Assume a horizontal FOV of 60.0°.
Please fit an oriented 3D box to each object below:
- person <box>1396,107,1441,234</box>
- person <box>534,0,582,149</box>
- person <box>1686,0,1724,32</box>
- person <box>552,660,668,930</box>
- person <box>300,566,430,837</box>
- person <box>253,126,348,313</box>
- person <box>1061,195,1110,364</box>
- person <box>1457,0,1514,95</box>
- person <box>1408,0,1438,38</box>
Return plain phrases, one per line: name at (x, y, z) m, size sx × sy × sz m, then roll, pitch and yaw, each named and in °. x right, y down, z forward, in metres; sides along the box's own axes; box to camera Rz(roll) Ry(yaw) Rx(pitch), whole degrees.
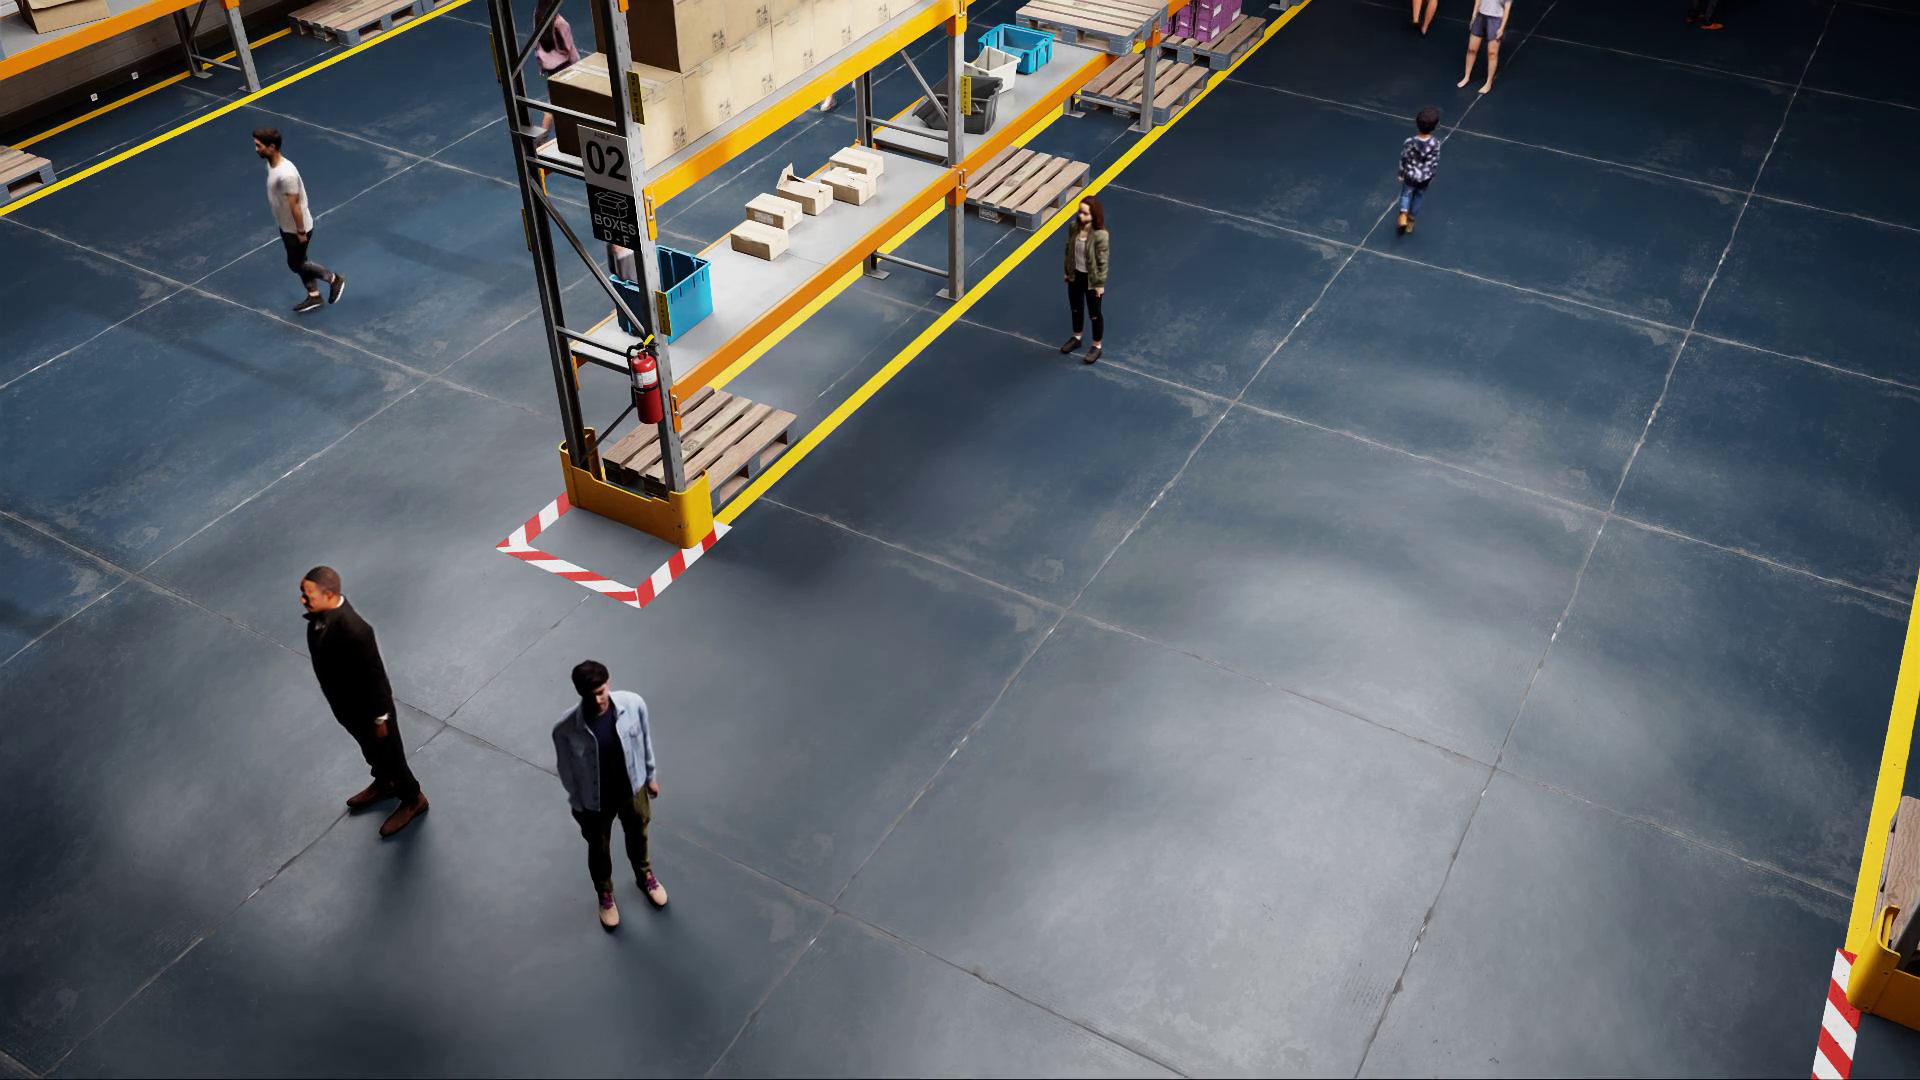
person at (4.259, -3.412, 15.471) m, size 0.577 × 1.243 × 0.668 m, roll 9°, pitch 39°, yaw 11°
person at (-4.075, -4.619, 16.574) m, size 0.803 × 1.752 × 1.161 m, roll 30°, pitch 47°, yaw 32°
person at (8.866, -6.856, 19.339) m, size 0.781 × 1.797 × 0.764 m, roll -16°, pitch 41°, yaw -19°
person at (-1.901, 1.354, 9.047) m, size 0.695 × 1.812 × 0.819 m, roll -19°, pitch 42°, yaw -22°
person at (-3.443, 0.895, 9.549) m, size 0.716 × 1.904 × 0.754 m, roll -30°, pitch 48°, yaw -32°
person at (-5.646, -2.751, 14.269) m, size 0.856 × 1.710 × 0.789 m, roll -24°, pitch 44°, yaw -27°
person at (1.047, -2.174, 13.735) m, size 0.608 × 1.474 × 0.544 m, roll 28°, pitch 46°, yaw 30°
person at (5.761, -5.645, 18.012) m, size 0.609 × 1.561 × 0.626 m, roll -30°, pitch 47°, yaw -32°
person at (5.459, -6.588, 19.108) m, size 0.678 × 1.667 × 0.714 m, roll 6°, pitch 39°, yaw 8°
